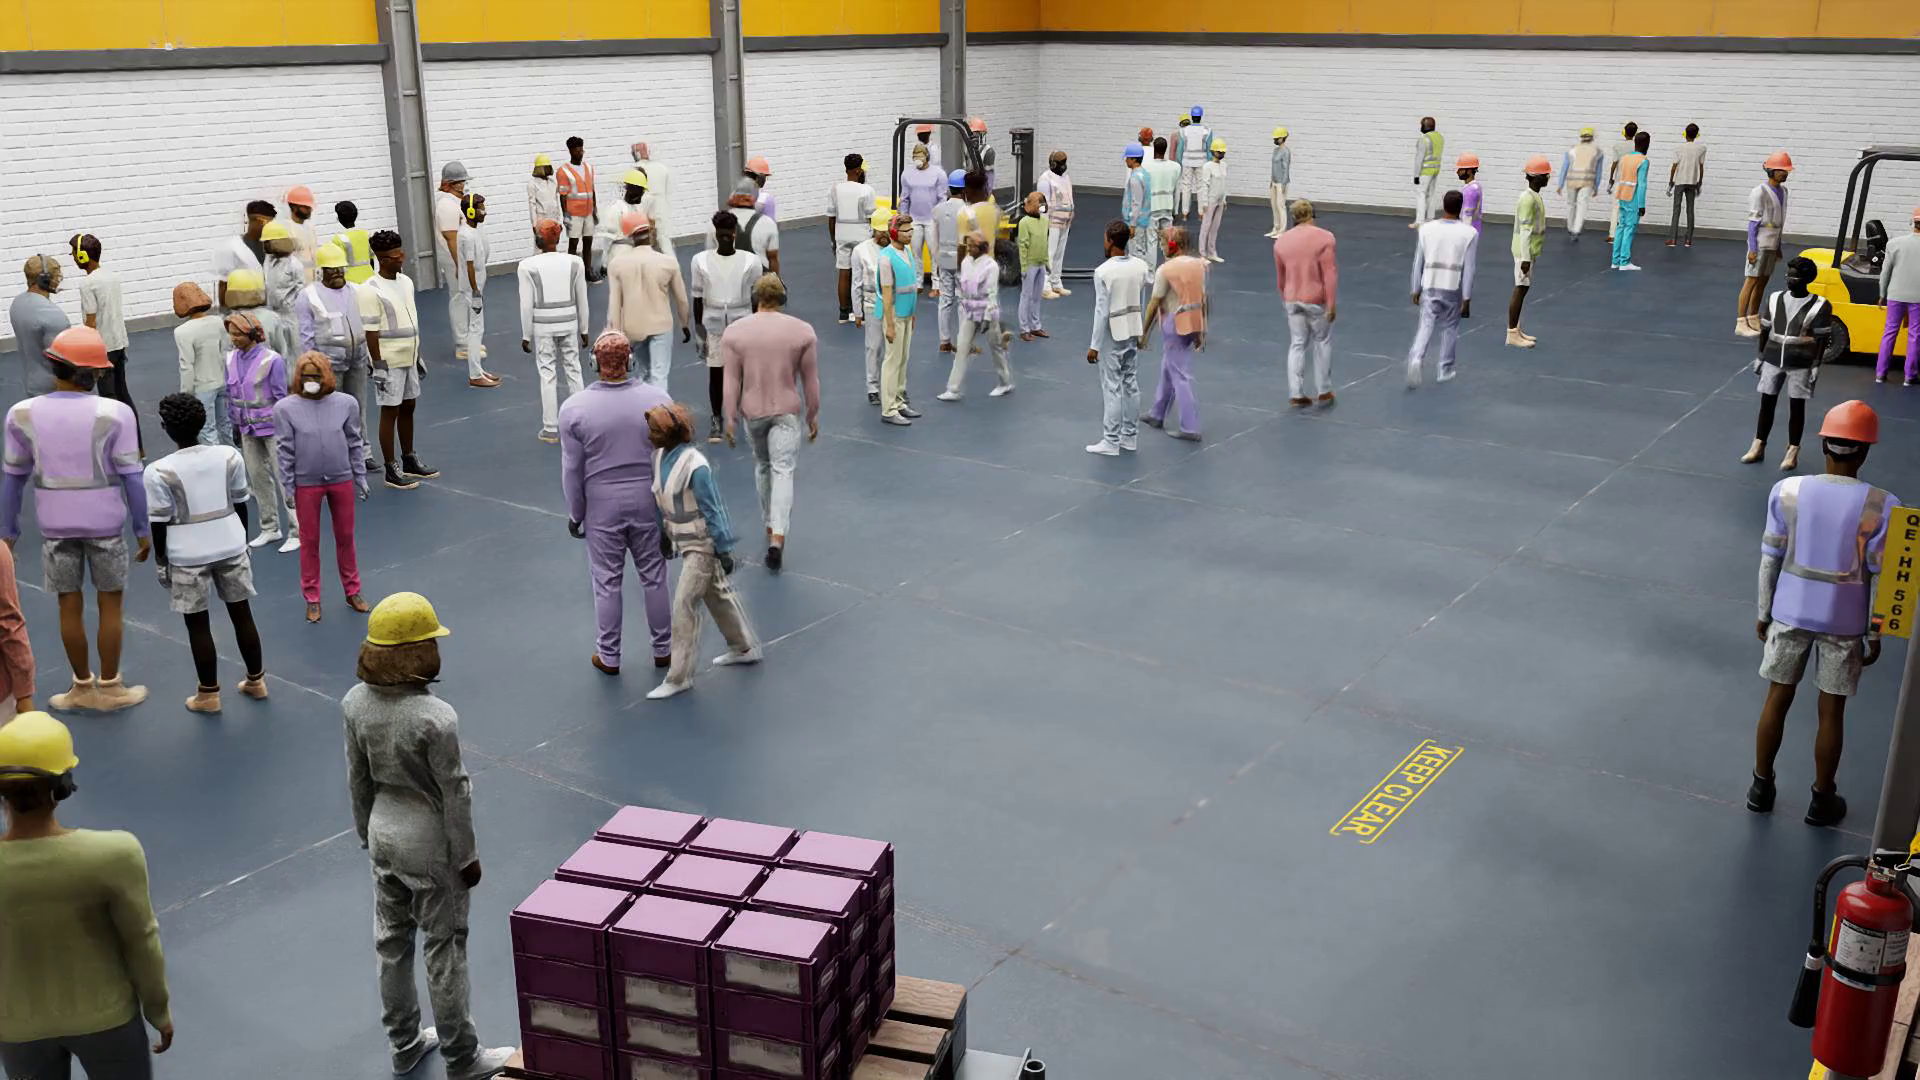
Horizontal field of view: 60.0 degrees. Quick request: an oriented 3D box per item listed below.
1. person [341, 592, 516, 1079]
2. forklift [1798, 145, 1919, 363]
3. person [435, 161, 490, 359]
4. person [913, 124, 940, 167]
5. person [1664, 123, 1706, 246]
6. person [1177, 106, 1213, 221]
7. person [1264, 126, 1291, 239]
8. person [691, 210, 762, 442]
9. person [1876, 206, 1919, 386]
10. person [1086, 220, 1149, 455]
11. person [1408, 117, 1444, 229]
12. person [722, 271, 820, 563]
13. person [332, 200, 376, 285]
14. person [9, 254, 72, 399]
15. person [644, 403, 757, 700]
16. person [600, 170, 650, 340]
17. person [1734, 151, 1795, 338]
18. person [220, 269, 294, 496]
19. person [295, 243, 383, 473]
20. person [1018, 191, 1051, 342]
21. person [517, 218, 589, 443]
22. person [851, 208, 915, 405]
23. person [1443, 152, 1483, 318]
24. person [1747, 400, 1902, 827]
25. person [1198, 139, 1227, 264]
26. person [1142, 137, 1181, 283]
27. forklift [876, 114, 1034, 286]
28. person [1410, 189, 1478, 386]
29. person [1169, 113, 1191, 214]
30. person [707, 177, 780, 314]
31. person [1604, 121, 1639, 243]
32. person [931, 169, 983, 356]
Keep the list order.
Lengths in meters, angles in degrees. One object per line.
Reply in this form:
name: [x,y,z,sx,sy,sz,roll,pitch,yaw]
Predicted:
person: [-1.806,1.010,5.585,0.486,1.740,0.314,9,20,26]
forklift: [9.803,-2.879,17.013,2.313,2.155,1.214,12,21,33]
person: [-5.197,-2.936,17.440,0.537,2.000,0.675,-4,18,-12]
person: [-0.539,-5.502,25.669,0.398,1.924,0.546,-8,19,-24]
person: [11.176,-5.474,25.653,0.513,1.872,0.331,2,18,7]
person: [4.050,-6.493,28.717,0.615,1.945,0.405,3,18,9]
person: [5.084,-5.698,26.543,0.343,1.761,0.531,-4,18,-12]
person: [-1.939,-1.798,14.005,0.627,1.962,0.366,-1,18,-4]
person: [9.252,-2.384,16.180,0.573,1.748,0.336,15,23,39]
person: [1.290,-1.647,13.604,0.587,1.920,0.391,-17,24,-42]
person: [7.774,-6.116,27.730,0.645,1.830,0.430,-15,23,-39]
person: [-1.257,-0.823,11.087,0.638,1.900,1.002,0,18,-1]
person: [-6.155,-2.605,16.968,0.319,1.693,0.533,8,19,24]
person: [-6.379,-1.049,11.730,0.636,1.928,0.384,14,22,37]
person: [-1.413,0.019,8.945,0.734,1.584,0.534,-12,21,-32]
person: [-3.641,-3.046,18.038,0.651,1.879,0.601,4,18,11]
person: [8.990,-3.287,18.536,0.606,2.044,0.374,-13,22,-34]
person: [-5.156,-1.138,12.336,0.581,1.719,0.511,12,21,33]
person: [-4.807,-1.389,12.937,0.403,1.834,0.587,15,23,38]
person: [0.830,-3.023,18.372,0.279,1.633,0.501,13,22,36]
person: [-3.409,-1.759,14.010,0.584,1.882,0.344,-10,20,-29]
person: [-0.703,-2.151,15.353,0.601,1.817,0.403,-7,19,-20]
person: [5.974,-3.611,19.733,0.388,1.930,0.544,6,19,17]
person: [3.828,0.331,7.399,0.543,1.932,0.365,14,22,36]
person: [3.673,-4.868,23.929,0.326,1.767,0.533,16,24,41]
person: [2.654,-4.393,22.195,0.588,1.920,0.392,-6,19,-18]
forklift: [-0.171,-4.594,22.377,2.313,2.155,1.214,1,18,3]
person: [4.661,-2.433,16.121,0.600,1.888,0.847,11,21,31]
person: [3.990,-6.727,29.764,0.531,1.755,0.343,-3,18,-9]
person: [-2.074,-2.529,16.167,0.678,2.000,0.891,-2,18,-5]
person: [10.387,-5.581,25.989,0.509,1.872,0.328,2,18,5]
person: [-0.024,-2.905,17.492,0.605,1.948,0.391,12,21,33]
